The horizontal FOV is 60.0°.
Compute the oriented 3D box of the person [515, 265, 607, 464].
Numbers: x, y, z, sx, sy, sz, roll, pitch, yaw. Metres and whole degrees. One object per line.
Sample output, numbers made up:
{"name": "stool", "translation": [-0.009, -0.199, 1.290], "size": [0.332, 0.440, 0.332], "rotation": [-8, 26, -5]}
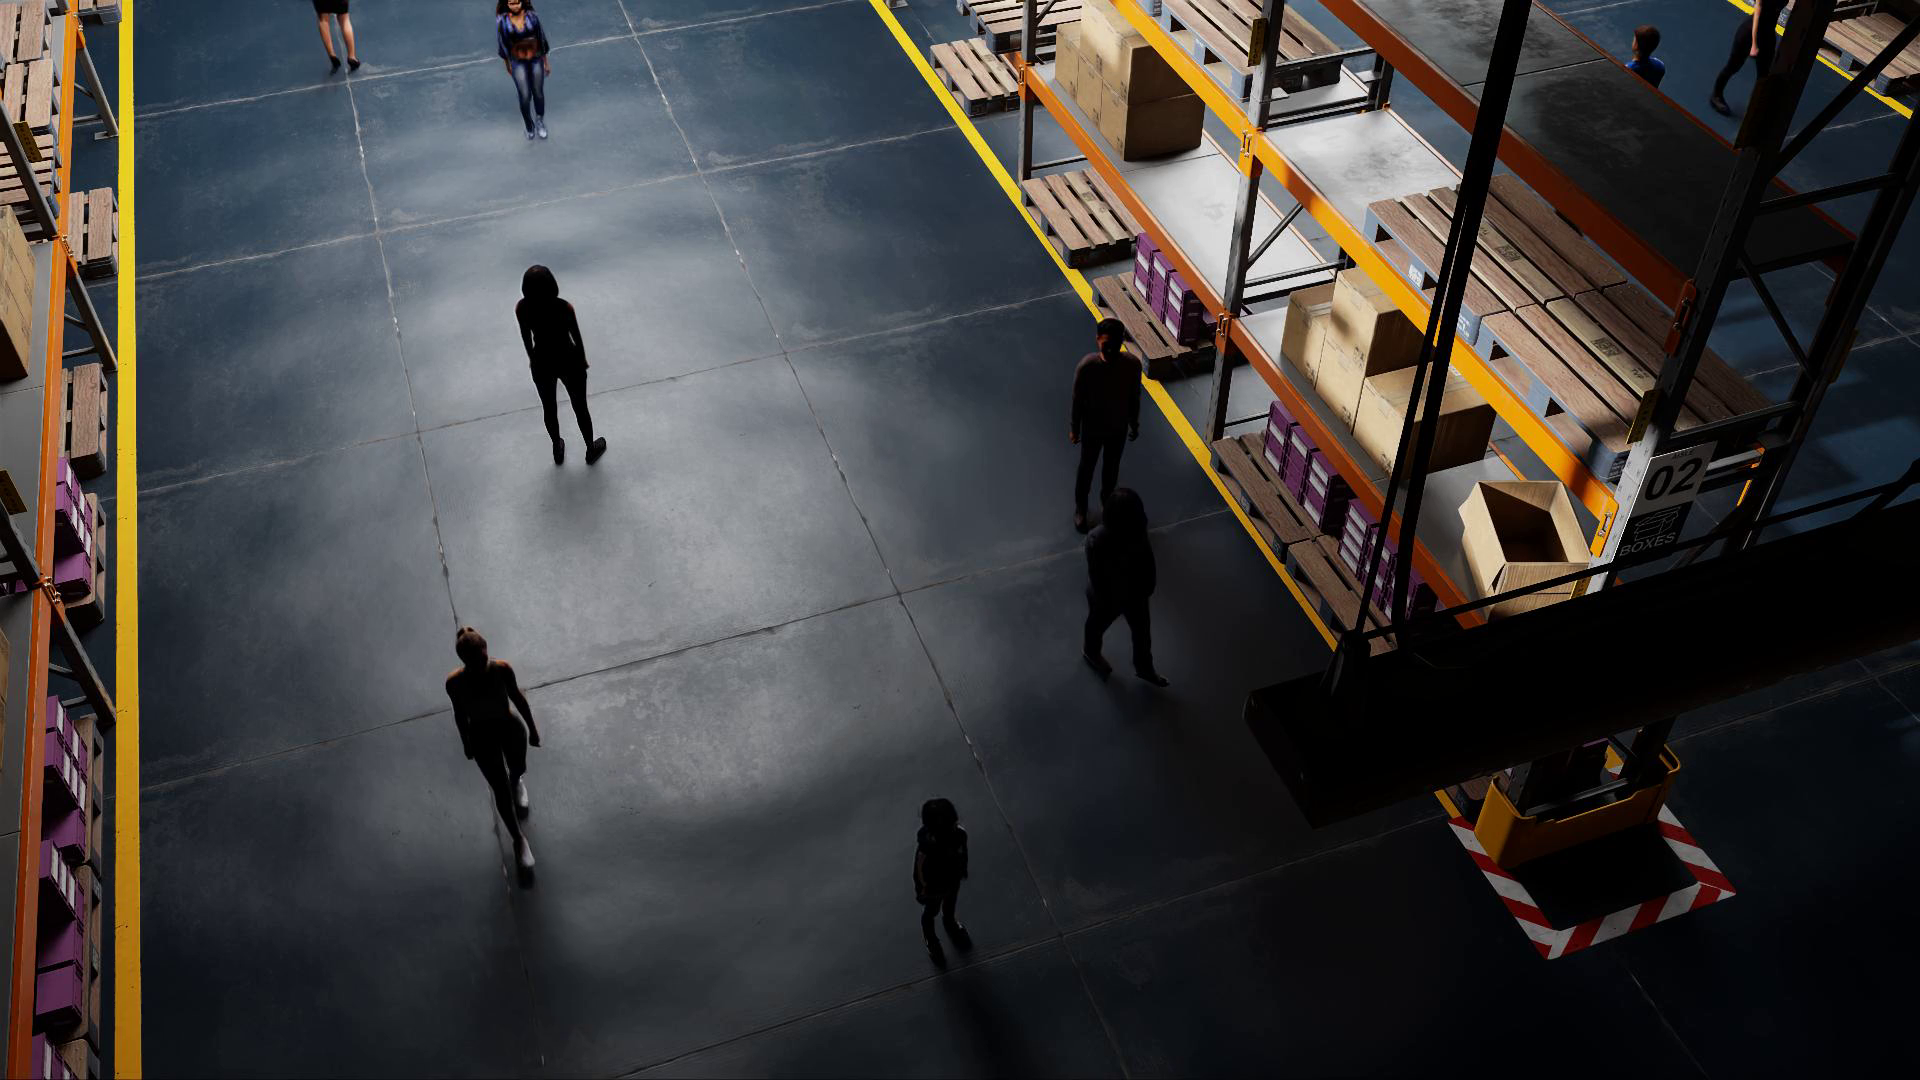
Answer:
{"name": "person", "translation": [-2.985, -1.298, 12.323], "size": [0.658, 1.741, 0.634], "rotation": [1, 44, 1]}

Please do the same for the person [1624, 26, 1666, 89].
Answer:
{"name": "person", "translation": [5.857, -3.668, 14.719], "size": [0.672, 1.867, 0.577], "rotation": [-17, 46, -17]}

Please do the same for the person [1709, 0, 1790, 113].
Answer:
{"name": "person", "translation": [7.669, -4.909, 16.173], "size": [0.637, 1.658, 1.013], "rotation": [-17, 46, -17]}

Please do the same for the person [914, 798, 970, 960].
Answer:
{"name": "person", "translation": [-0.098, 1.879, 9.365], "size": [0.576, 1.221, 0.564], "rotation": [-28, 50, -26]}

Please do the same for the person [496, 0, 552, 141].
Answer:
{"name": "person", "translation": [-4.146, -4.589, 15.875], "size": [0.616, 1.606, 0.595], "rotation": [-16, 46, -16]}

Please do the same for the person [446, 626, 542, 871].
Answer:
{"name": "person", "translation": [-2.741, 1.112, 9.834], "size": [0.626, 1.683, 0.969], "rotation": [-18, 47, -18]}

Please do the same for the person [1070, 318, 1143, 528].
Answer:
{"name": "person", "translation": [1.032, -0.832, 11.814], "size": [0.700, 1.767, 0.603], "rotation": [-7, 44, -7]}

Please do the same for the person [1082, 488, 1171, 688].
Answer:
{"name": "person", "translation": [0.965, 0.272, 10.797], "size": [0.821, 1.572, 0.961], "rotation": [-28, 50, -26]}

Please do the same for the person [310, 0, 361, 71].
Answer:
{"name": "person", "translation": [-6.407, -5.540, 16.824], "size": [0.619, 1.672, 0.562], "rotation": [-6, 44, -6]}
